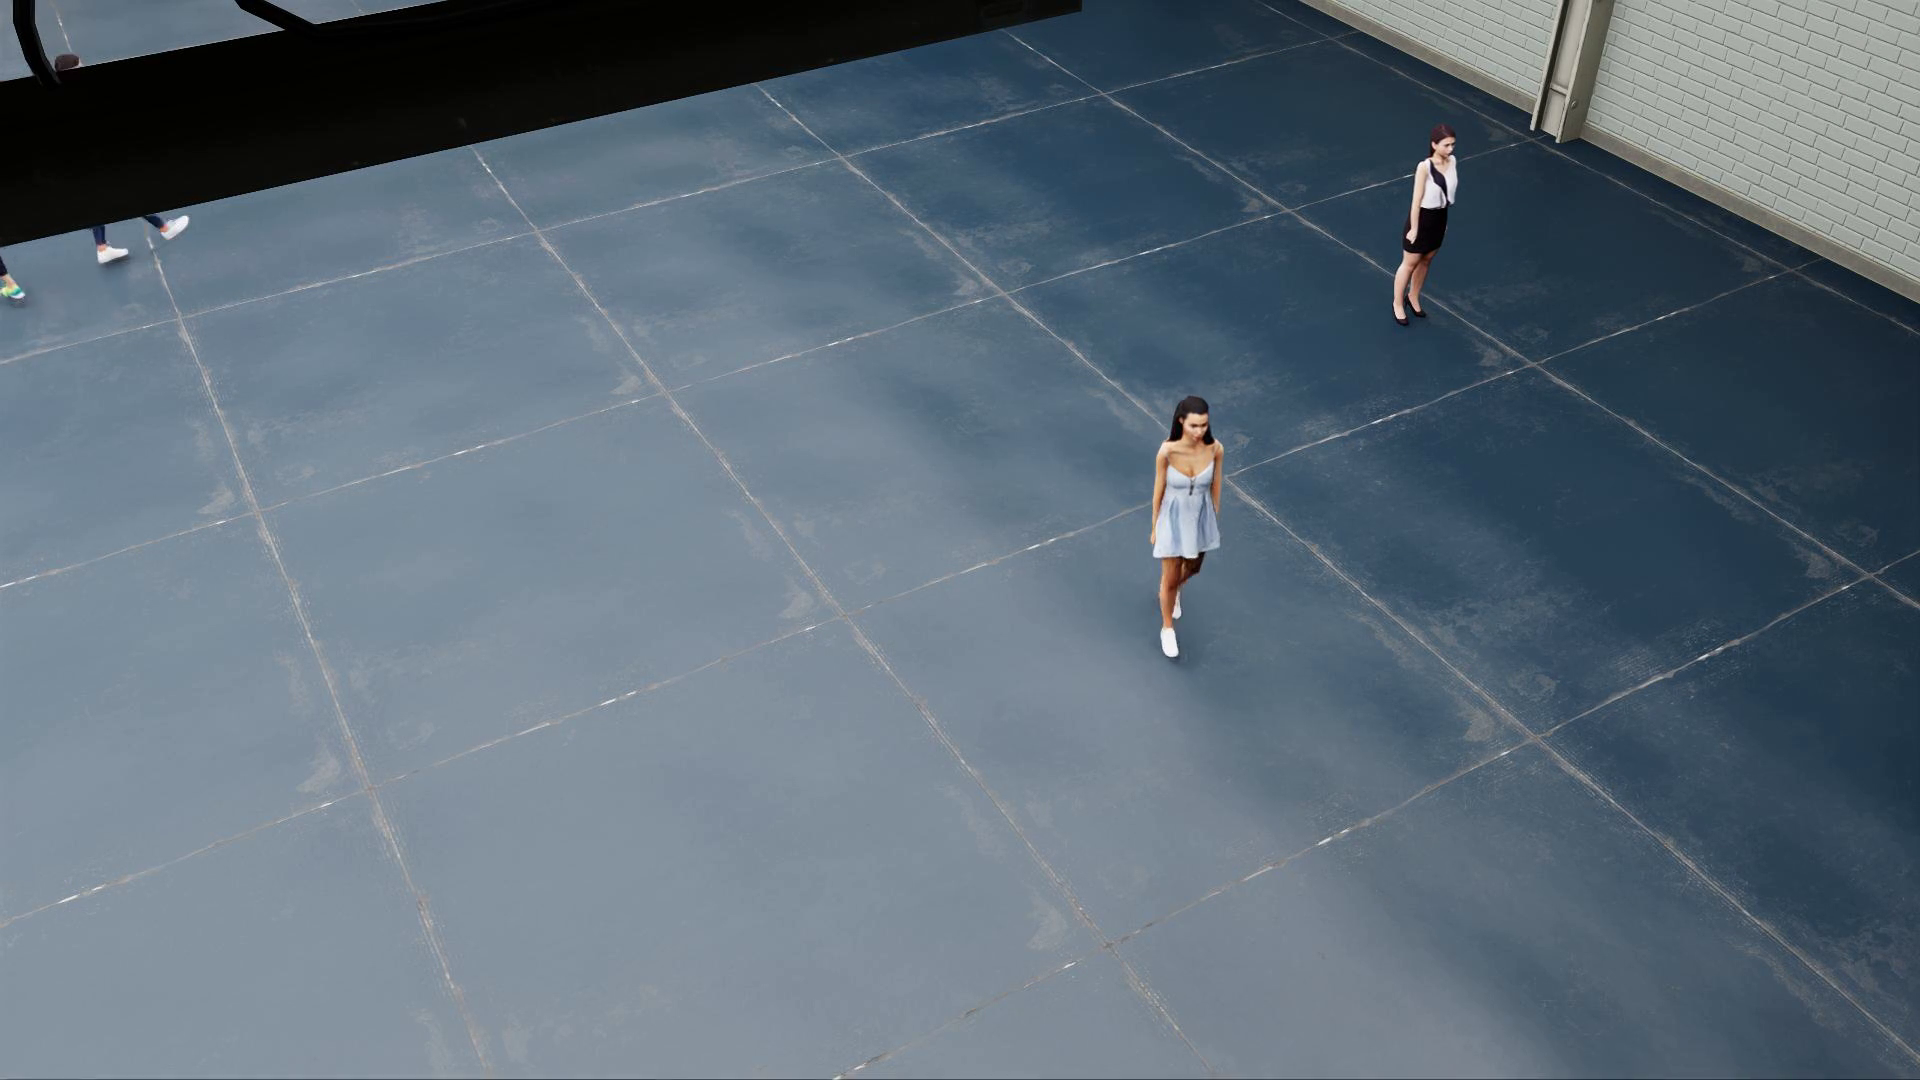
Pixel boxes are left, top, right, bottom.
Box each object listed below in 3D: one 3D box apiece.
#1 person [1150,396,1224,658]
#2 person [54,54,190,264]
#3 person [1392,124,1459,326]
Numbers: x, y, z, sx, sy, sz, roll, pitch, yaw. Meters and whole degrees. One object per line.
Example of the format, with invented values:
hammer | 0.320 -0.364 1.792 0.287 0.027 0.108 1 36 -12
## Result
person | 1.335 -0.146 9.968 0.741 1.728 0.906 -7 39 -8
person | -7.190 -3.104 13.732 1.052 1.749 0.867 30 47 32
person | 3.647 -2.466 12.997 0.572 1.648 0.521 -23 44 -27
